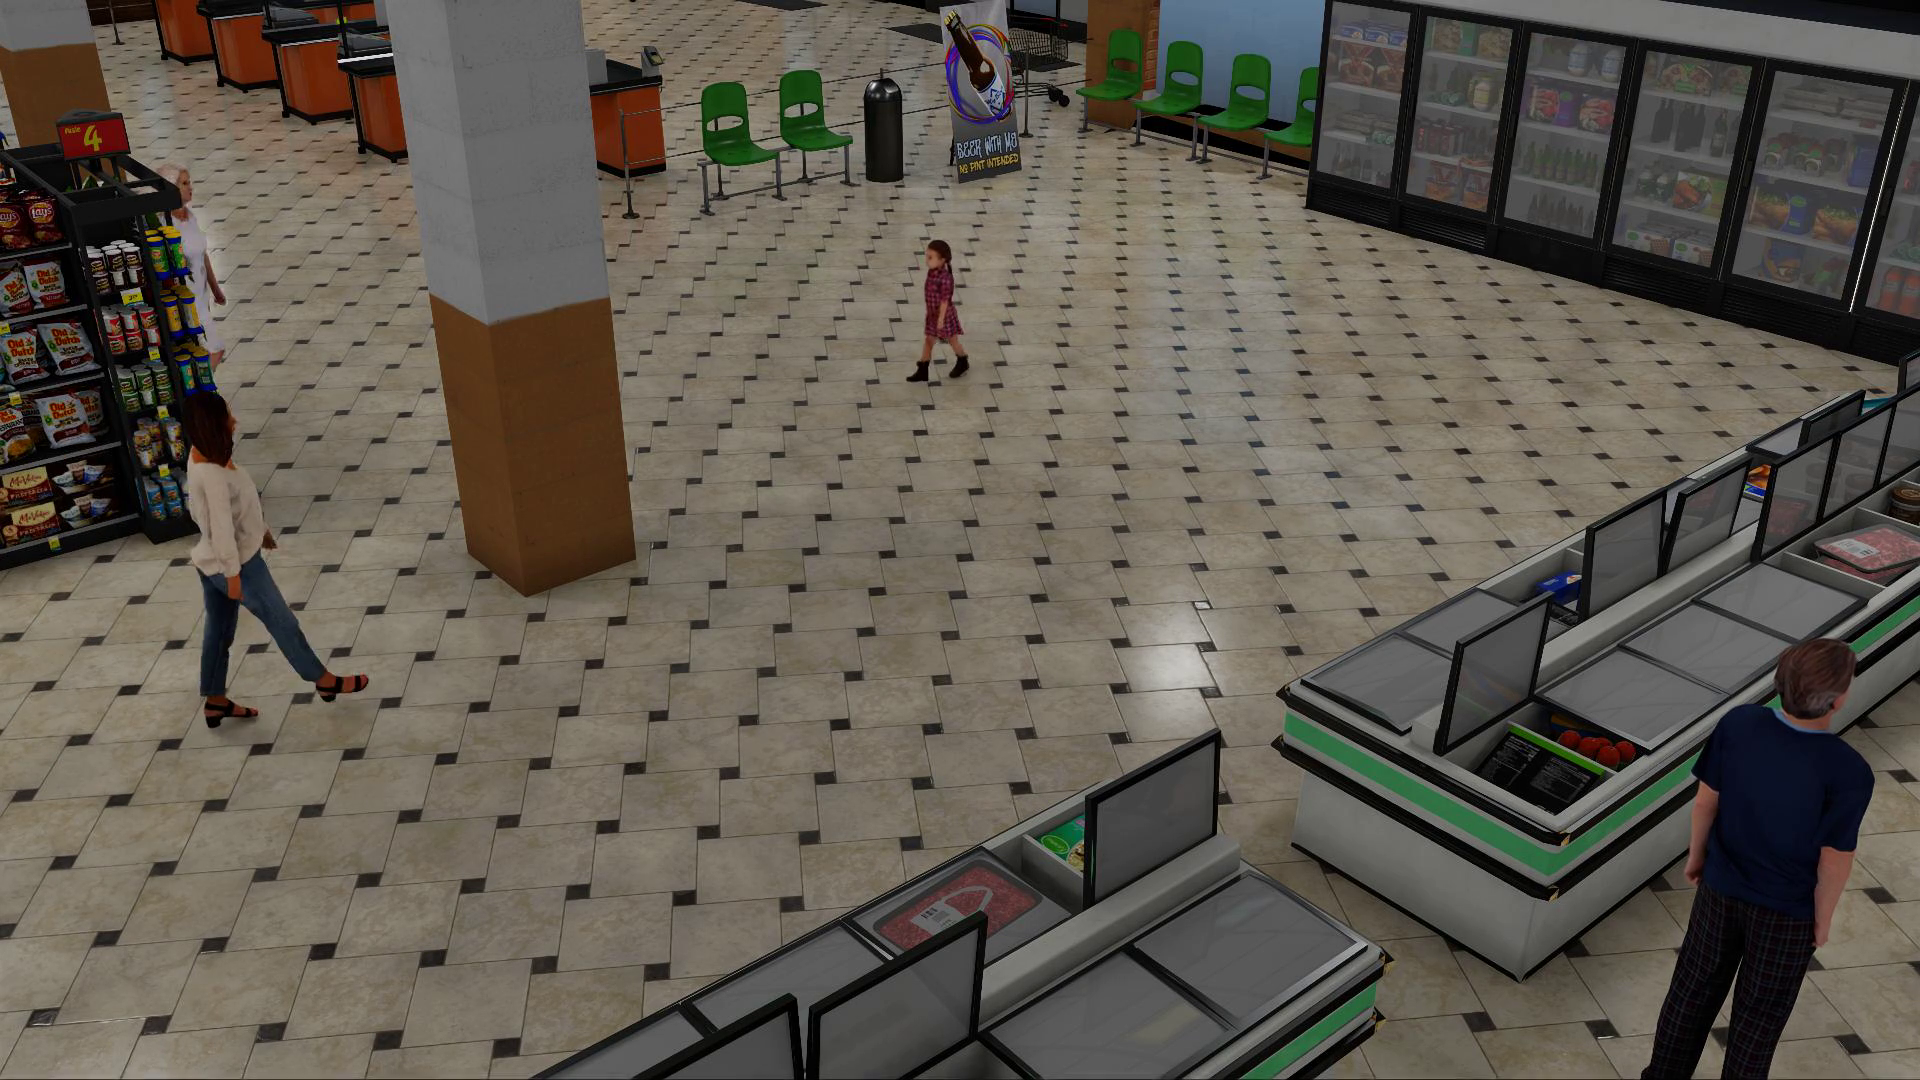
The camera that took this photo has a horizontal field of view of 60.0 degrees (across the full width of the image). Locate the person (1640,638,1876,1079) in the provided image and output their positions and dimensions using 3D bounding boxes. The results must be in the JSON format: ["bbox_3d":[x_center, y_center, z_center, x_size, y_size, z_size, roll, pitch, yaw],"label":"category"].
[{"bbox_3d":[2.568,1.135,5.347,0.531,1.871,0.659,-20,33,-34],"label":"person"}]

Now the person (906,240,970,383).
[{"bbox_3d":[-0.091,-1.606,11.707,0.734,1.007,0.452,-18,32,-31],"label":"person"}]

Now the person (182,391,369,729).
[{"bbox_3d":[-3.401,0.130,7.565,0.999,1.657,0.724,-16,31,-28],"label":"person"}]

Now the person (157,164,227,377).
[{"bbox_3d":[-5.116,-1.584,10.859,0.734,1.734,0.690,-3,27,-7],"label":"person"}]
